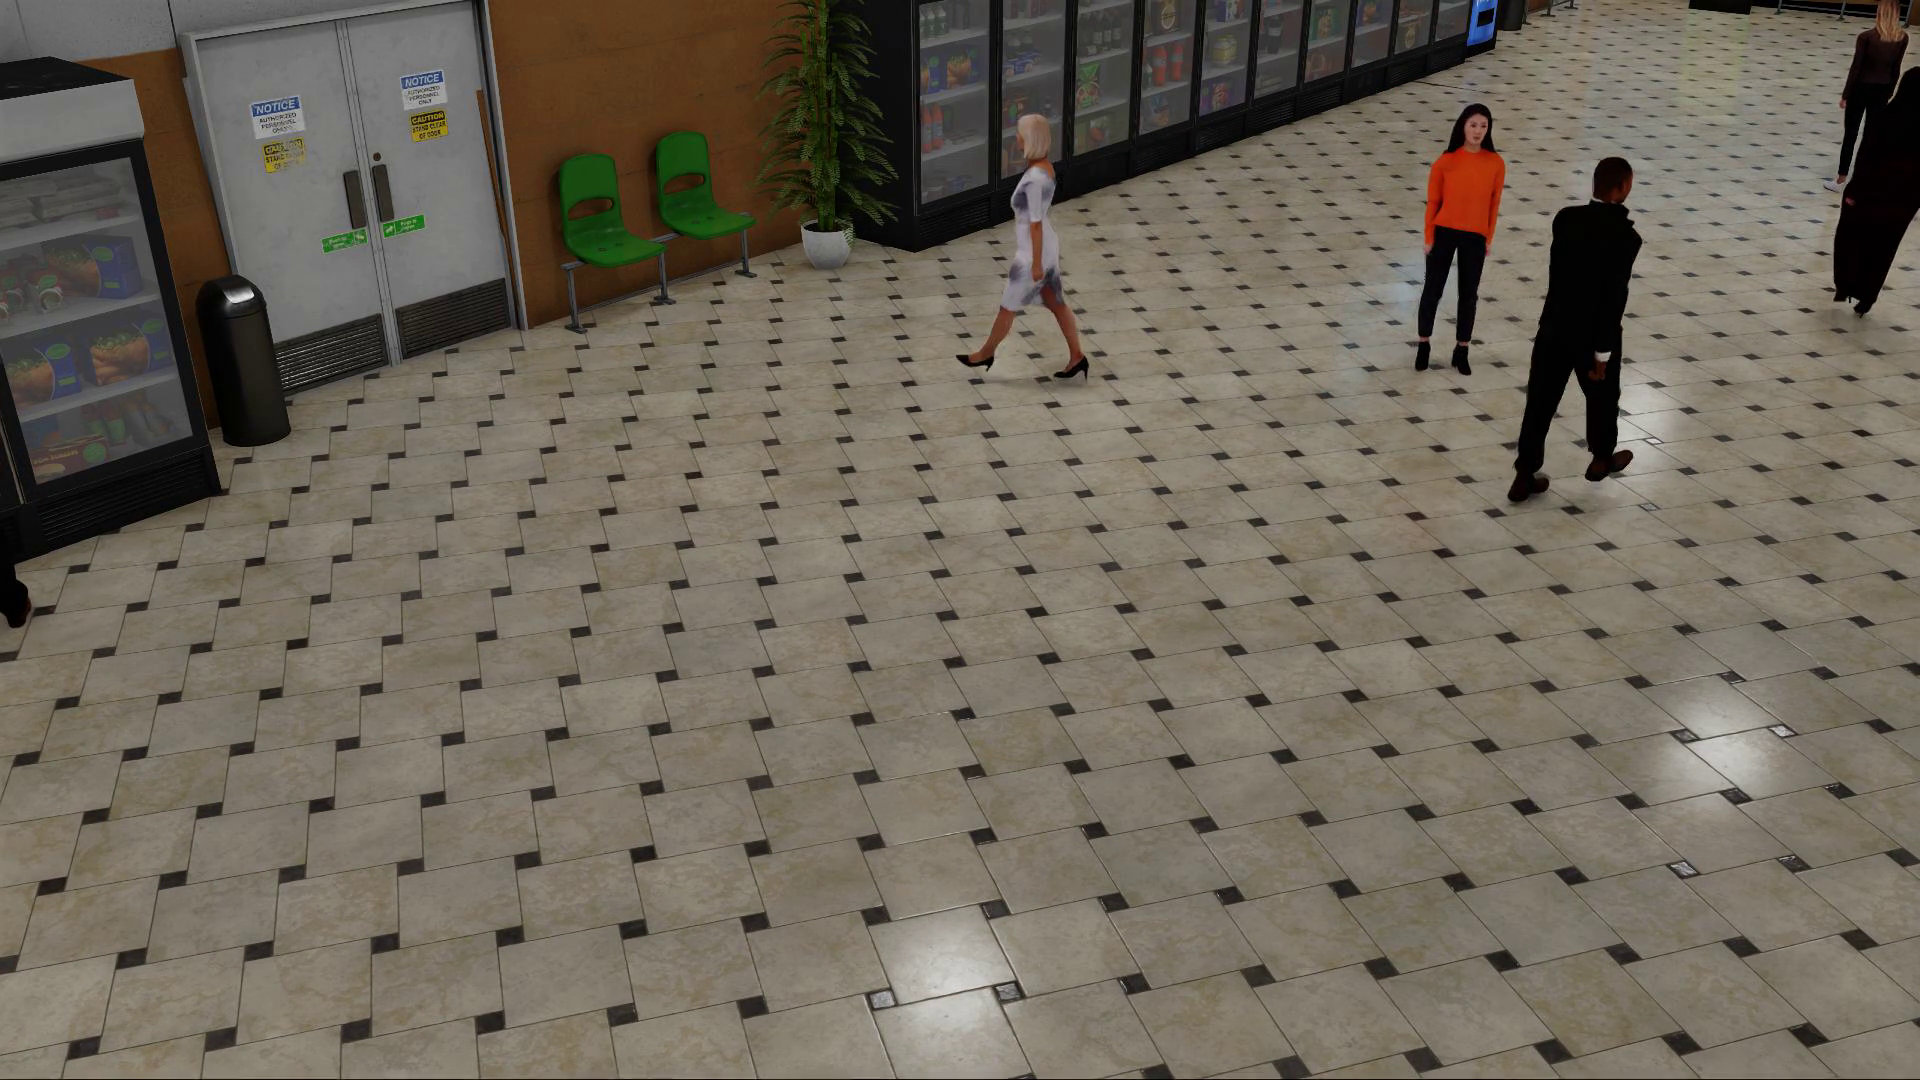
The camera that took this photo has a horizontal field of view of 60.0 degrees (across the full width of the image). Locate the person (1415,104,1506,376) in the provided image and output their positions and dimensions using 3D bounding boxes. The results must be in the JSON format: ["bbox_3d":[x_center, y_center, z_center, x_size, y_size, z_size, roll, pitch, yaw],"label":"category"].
[{"bbox_3d":[3.216,-1.955,10.784,0.686,1.748,0.779,4,27,7],"label":"person"}]

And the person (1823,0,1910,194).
[{"bbox_3d":[8.064,-3.946,14.760,0.655,1.704,0.726,-1,27,-3],"label":"person"}]

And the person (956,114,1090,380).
[{"bbox_3d":[0.561,-1.780,10.498,1.172,1.696,0.901,7,28,13],"label":"person"}]

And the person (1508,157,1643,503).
[{"bbox_3d":[3.250,-1.081,8.923,0.878,1.873,1.093,-22,34,-36],"label":"person"}]

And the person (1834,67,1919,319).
[{"bbox_3d":[6.509,-2.399,11.660,0.805,1.747,0.881,7,28,14],"label":"person"}]
